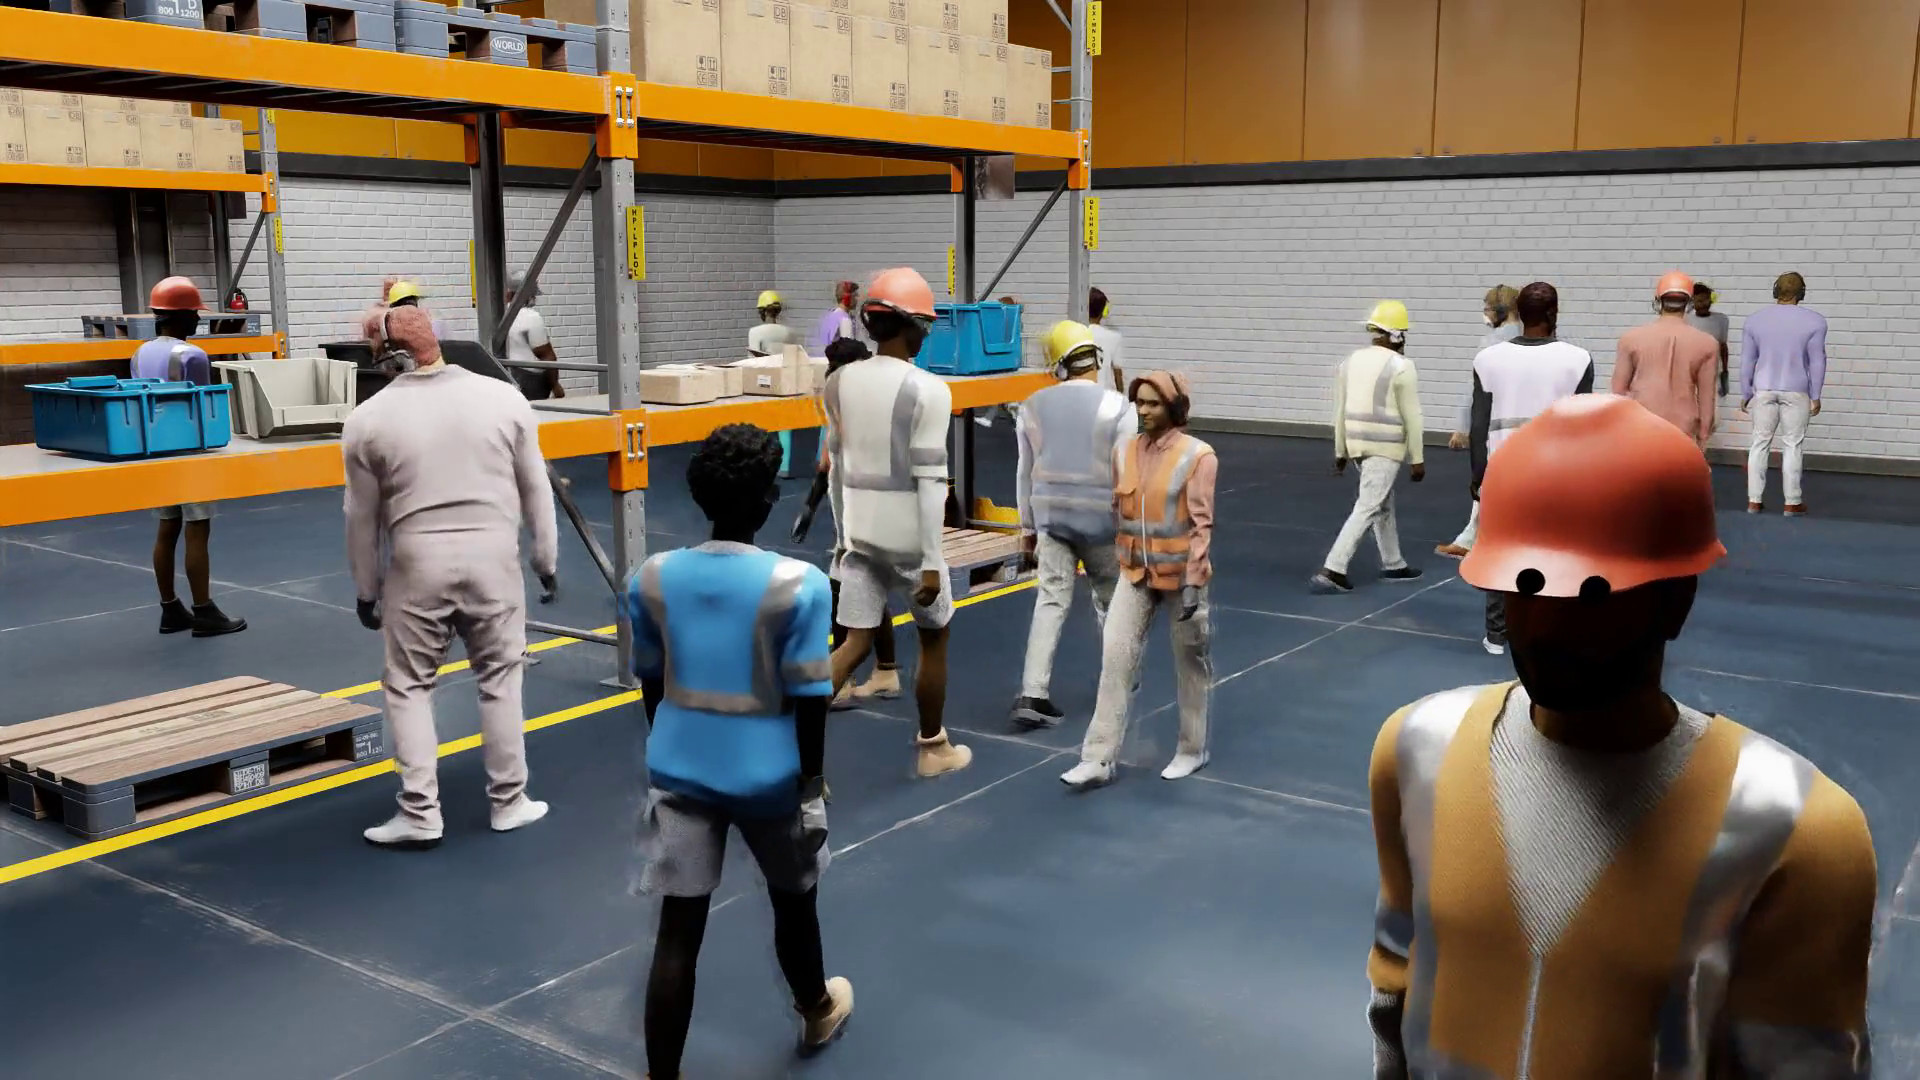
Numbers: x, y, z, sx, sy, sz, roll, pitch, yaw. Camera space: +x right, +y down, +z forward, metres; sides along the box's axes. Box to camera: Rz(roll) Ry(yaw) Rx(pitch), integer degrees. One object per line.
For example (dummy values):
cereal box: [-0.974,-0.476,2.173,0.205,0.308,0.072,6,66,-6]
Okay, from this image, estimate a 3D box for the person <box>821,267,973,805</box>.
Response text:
person: [-0.316,-0.009,6.213,0.610,2.007,0.946,8,12,38]

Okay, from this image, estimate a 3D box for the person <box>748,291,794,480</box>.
person: [-1.813,-1.441,15.494,0.543,1.734,0.738,-9,13,-42]

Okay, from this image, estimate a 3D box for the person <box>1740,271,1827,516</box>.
person: [6.538,-1.160,13.247,0.627,1.941,0.374,8,12,40]

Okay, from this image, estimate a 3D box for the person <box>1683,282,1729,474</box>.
person: [6.897,-1.490,15.549,0.584,1.827,0.633,0,10,0]

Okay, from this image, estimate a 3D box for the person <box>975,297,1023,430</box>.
person: [0.532,-2.102,19.891,0.850,1.581,0.520,4,10,21]

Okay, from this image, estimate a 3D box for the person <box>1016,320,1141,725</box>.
person: [0.520,-0.081,7.358,0.622,1.770,0.928,5,11,28]

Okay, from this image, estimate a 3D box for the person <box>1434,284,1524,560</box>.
person: [3.655,-0.729,10.901,1.050,1.885,0.643,9,13,42]

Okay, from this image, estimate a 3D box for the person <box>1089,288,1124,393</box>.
person: [0.961,-0.991,12.614,0.513,1.821,0.976,-2,10,-11]

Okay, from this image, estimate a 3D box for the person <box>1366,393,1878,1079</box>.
person: [0.716,0.772,1.885,0.557,1.899,0.971,8,12,39]

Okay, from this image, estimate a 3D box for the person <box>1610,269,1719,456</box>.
person: [4.389,-0.698,10.409,0.634,1.971,0.741,2,10,12]

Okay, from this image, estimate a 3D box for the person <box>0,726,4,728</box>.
person: [-4.317,0.032,7.042,0.307,1.641,0.513,-9,13,-43]

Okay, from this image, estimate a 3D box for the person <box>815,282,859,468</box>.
person: [-1.026,-1.606,16.262,0.895,1.809,0.603,-2,10,-14]

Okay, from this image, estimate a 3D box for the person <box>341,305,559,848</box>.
person: [-1.766,0.133,5.776,0.724,1.879,0.453,-3,10,-19]

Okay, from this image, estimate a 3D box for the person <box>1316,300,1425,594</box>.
person: [2.537,-0.569,10.191,0.923,1.791,0.608,-5,11,-27]

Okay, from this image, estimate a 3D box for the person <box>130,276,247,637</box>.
person: [-4.190,-0.444,8.989,0.547,1.939,0.376,5,11,28]

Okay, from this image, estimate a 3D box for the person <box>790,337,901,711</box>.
person: [-0.503,-0.065,7.445,0.594,1.679,0.560,-3,10,-18]

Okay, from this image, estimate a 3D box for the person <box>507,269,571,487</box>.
person: [-3.796,-1.402,14.387,0.977,2.000,0.681,-9,13,-43]

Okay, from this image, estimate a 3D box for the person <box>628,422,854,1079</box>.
person: [-0.526,0.544,3.949,0.549,1.646,0.865,3,10,19]

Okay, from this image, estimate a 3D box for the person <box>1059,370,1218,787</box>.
person: [0.708,0.171,6.303,0.533,1.606,0.791,8,13,40]

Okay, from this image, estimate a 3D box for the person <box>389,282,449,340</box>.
person: [-4.441,-1.193,13.711,1.019,1.847,0.626,5,11,28]

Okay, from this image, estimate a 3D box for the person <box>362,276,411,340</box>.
person: [-4.859,-1.338,14.449,0.658,1.892,0.462,8,13,41]

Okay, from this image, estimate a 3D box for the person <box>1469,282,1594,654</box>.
person: [2.903,-0.351,8.504,0.590,1.916,0.393,4,10,23]
